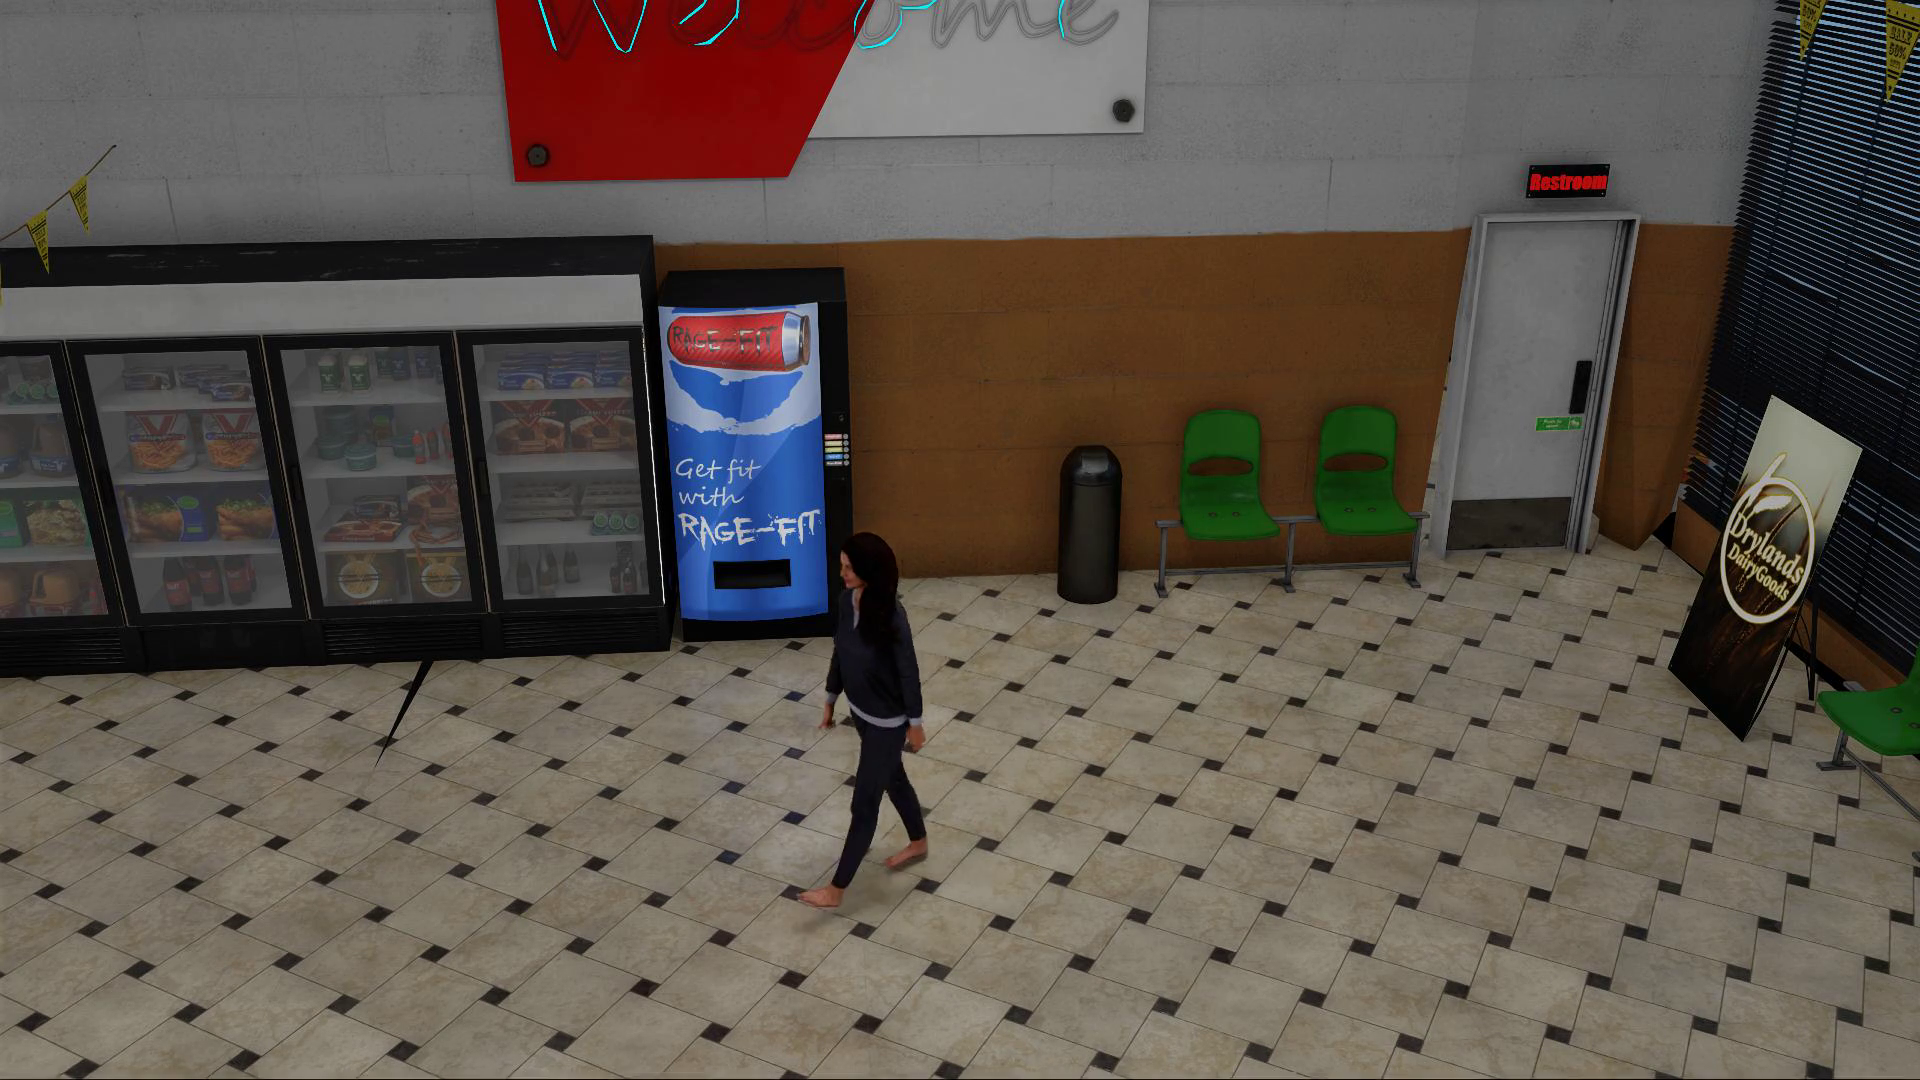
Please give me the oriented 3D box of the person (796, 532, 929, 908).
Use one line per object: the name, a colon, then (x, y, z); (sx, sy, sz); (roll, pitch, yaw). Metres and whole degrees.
person: (-0.295, 0.766, 7.514); (1.031, 1.736, 1.078); (-17, 29, -34)
